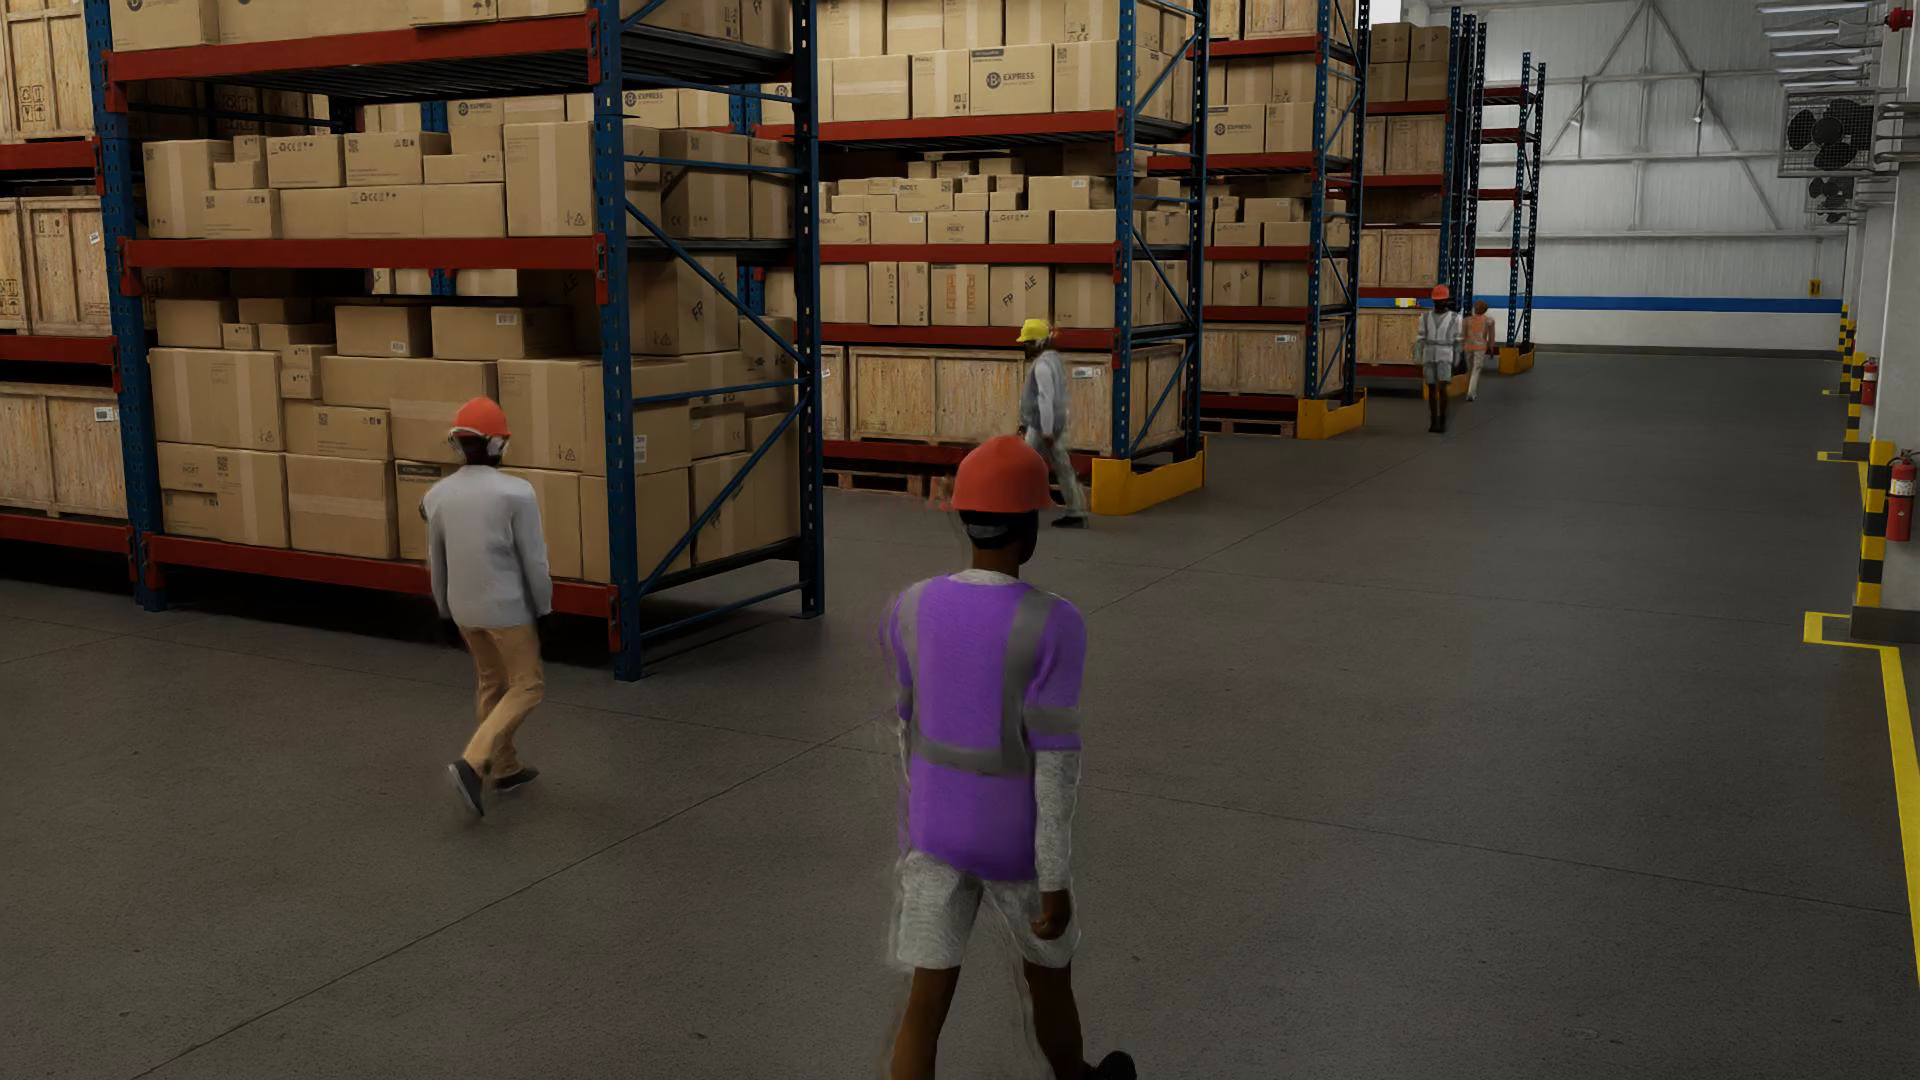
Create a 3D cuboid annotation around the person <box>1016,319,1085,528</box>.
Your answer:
[{"bbox_3d":[0.634,-0.981,14.108,0.959,1.772,0.584,3,10,16],"label":"person"}]

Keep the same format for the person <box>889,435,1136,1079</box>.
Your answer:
[{"bbox_3d":[0.107,0.690,4.113,0.565,1.886,0.961,6,12,32],"label":"person"}]

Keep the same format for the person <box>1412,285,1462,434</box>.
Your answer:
[{"bbox_3d":[6.153,-2.328,21.518,0.554,1.914,0.665,6,11,31],"label":"person"}]

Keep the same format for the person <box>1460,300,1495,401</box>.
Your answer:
[{"bbox_3d":[8.141,-2.995,26.301,0.535,1.600,0.774,7,12,36],"label":"person"}]

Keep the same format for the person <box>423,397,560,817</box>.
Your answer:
[{"bbox_3d":[-1.977,0.272,6.969,0.591,1.733,0.664,5,11,28],"label":"person"}]
